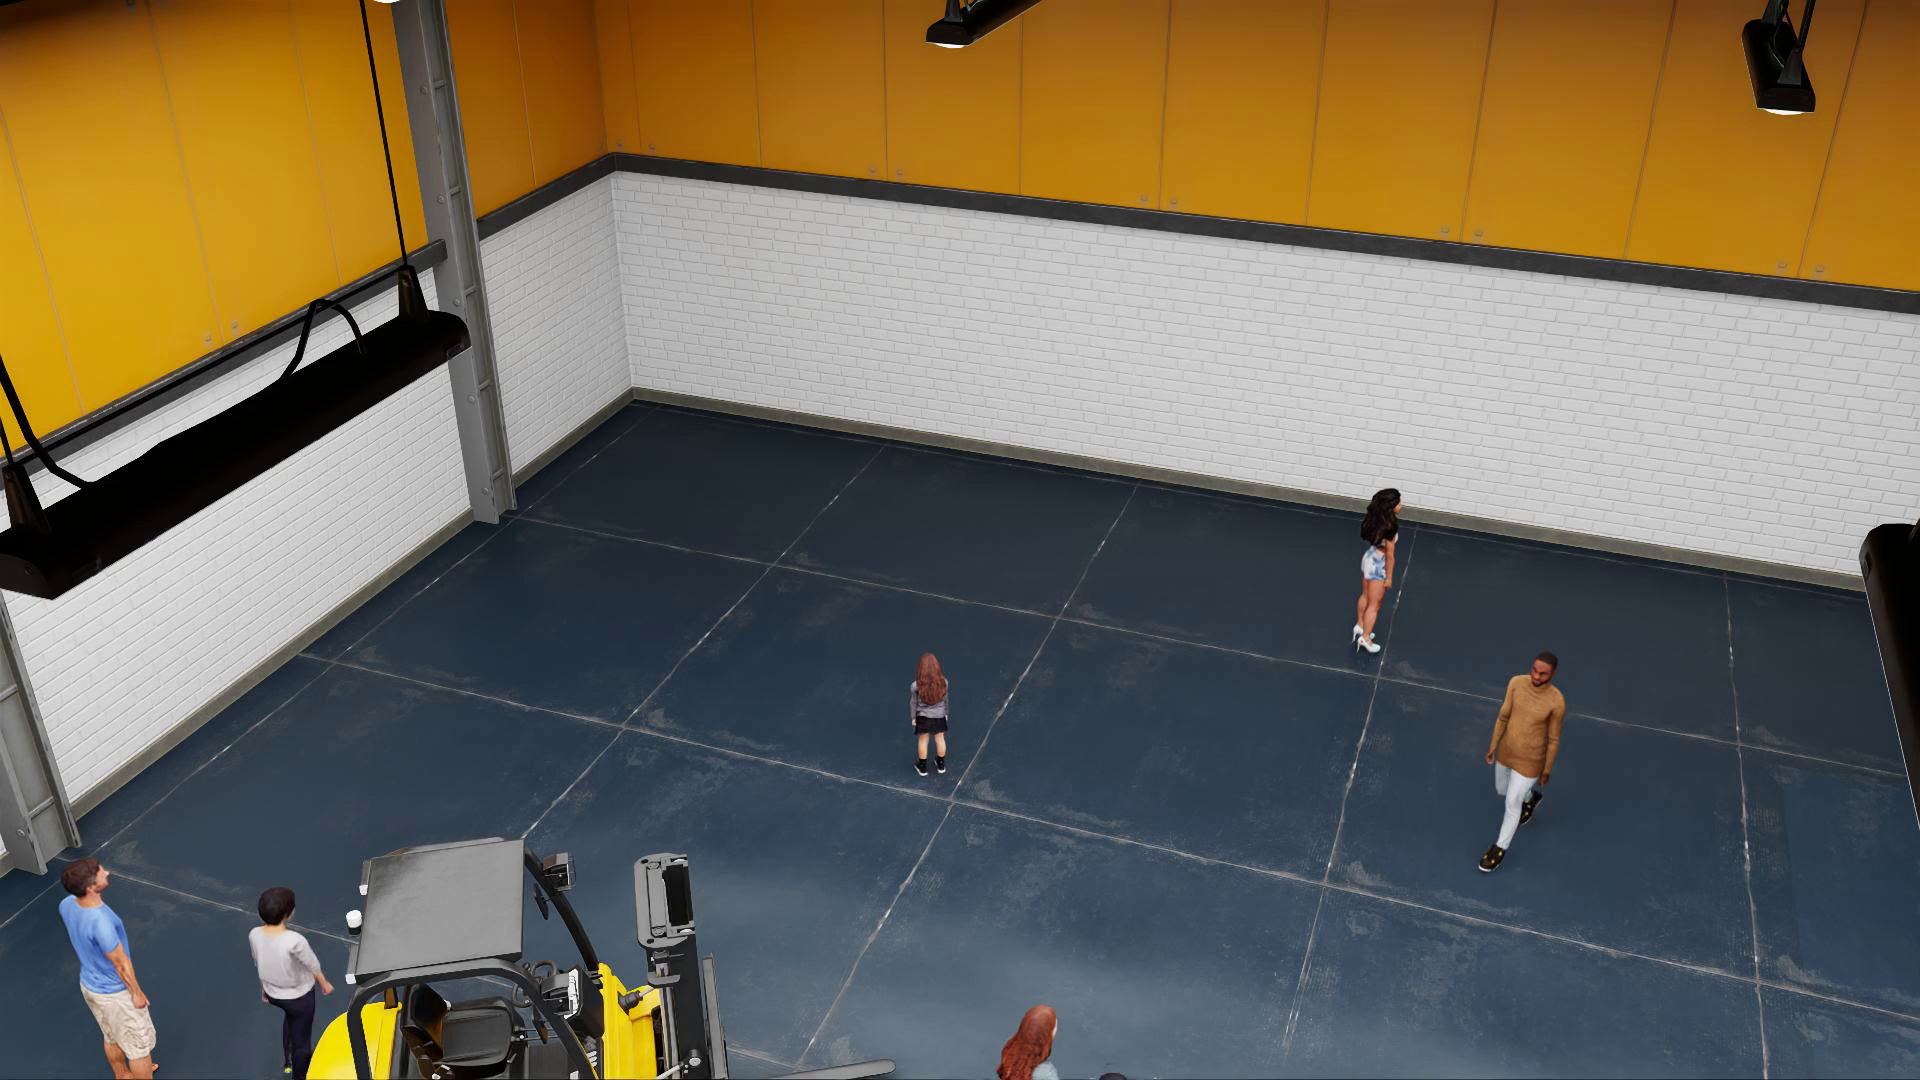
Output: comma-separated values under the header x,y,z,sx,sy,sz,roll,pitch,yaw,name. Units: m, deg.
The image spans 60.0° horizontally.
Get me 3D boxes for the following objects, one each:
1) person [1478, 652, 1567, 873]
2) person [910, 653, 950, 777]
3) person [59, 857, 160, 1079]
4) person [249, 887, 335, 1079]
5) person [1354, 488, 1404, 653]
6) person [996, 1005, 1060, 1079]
x,y,z,sx,sy,sz,roll,pitch,yaw,name
4.227,1.580,12.418,1.187,1.797,0.989,-22,36,-35,person
-0.240,1.402,13.468,0.534,1.105,0.573,-7,29,-13,person
-5.230,2.729,10.245,0.701,1.862,0.640,18,34,30,person
-4.211,2.866,10.339,0.559,1.532,0.581,9,30,15,person
3.764,0.261,15.020,0.706,1.621,0.624,-3,29,-6,person
0.309,3.350,9.267,1.199,1.708,0.945,-22,36,-35,person
